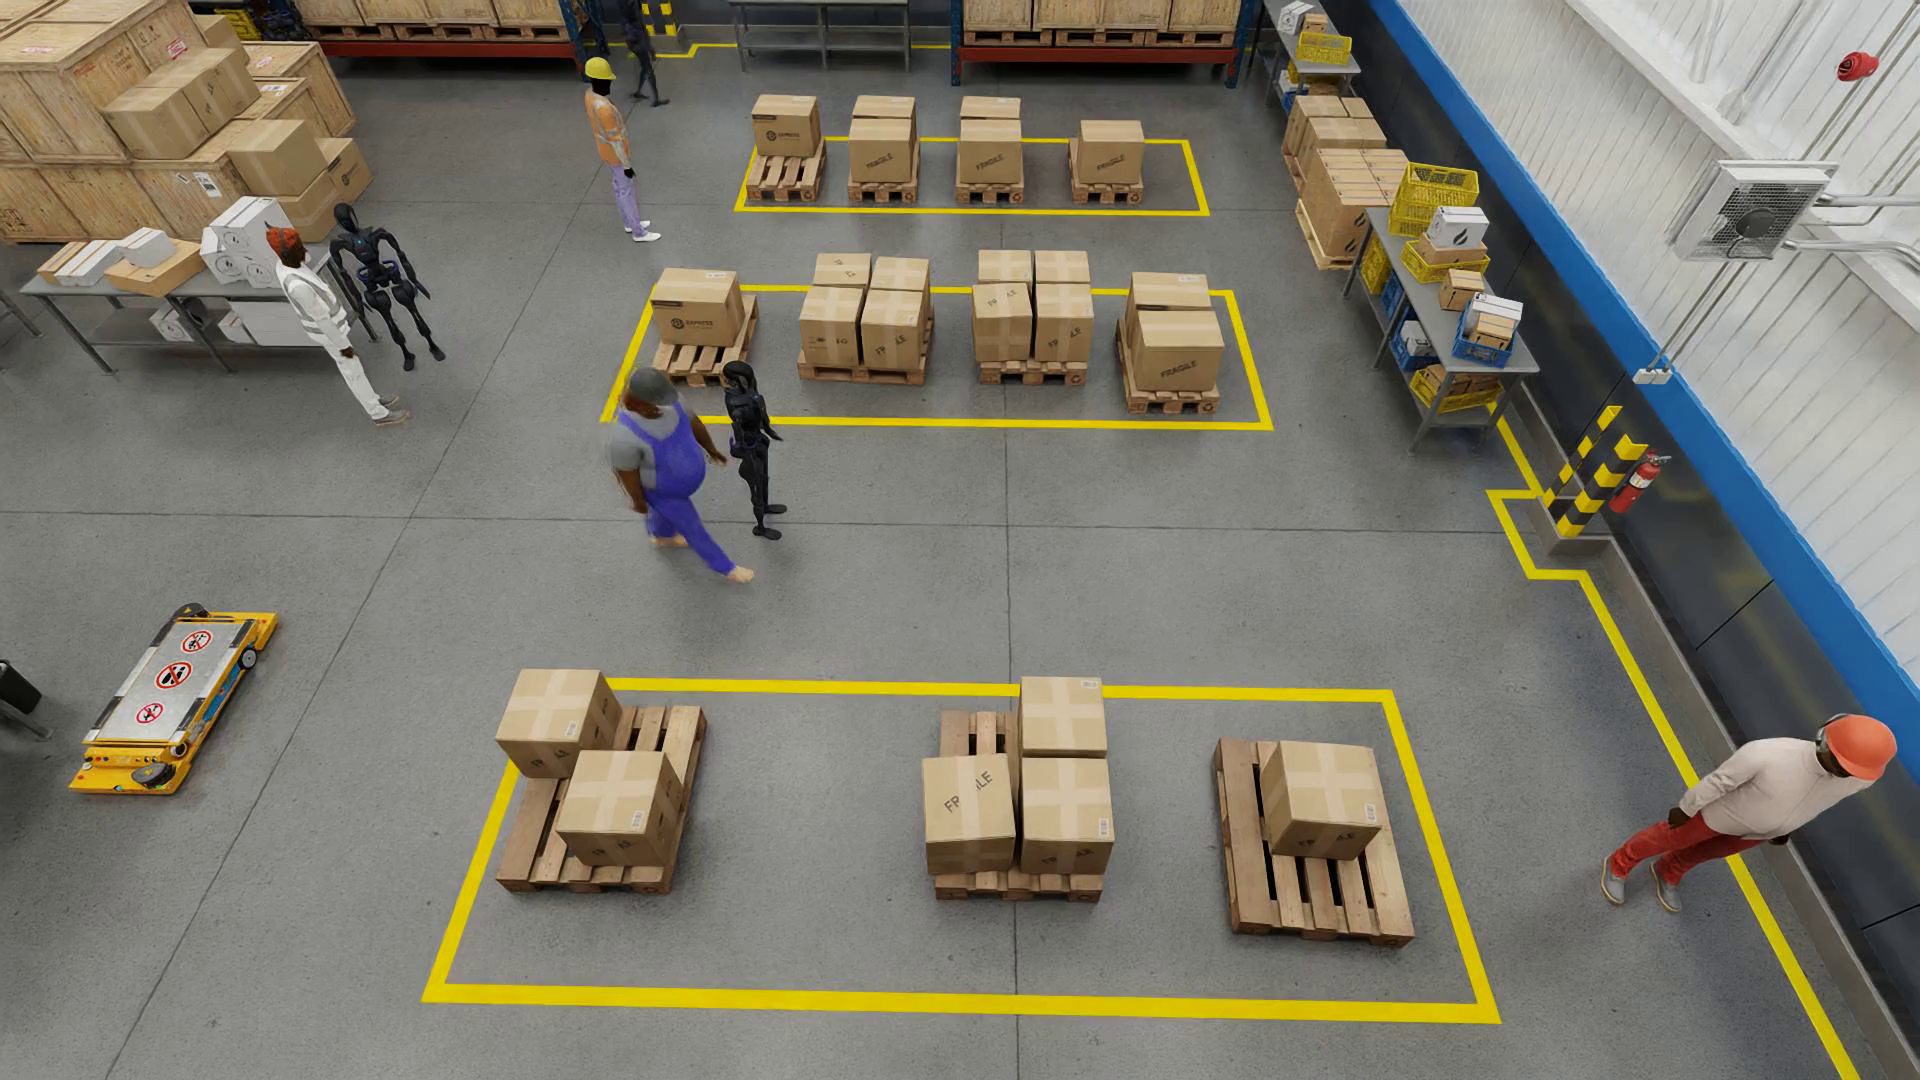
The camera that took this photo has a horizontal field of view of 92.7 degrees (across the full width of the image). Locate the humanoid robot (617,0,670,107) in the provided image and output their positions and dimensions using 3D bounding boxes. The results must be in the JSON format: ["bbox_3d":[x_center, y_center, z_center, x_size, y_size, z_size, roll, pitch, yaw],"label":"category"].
[{"bbox_3d":[-4.190,-6.546,11.978,0.371,1.650,0.628,-27,55,-21],"label":"humanoid robot"}]

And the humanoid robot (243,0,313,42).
[{"bbox_3d":[-9.043,-6.828,12.214,0.613,1.656,0.317,-32,57,-24],"label":"humanoid robot"}]

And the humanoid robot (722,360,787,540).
[{"bbox_3d":[-1.558,-0.696,7.024,0.327,1.657,0.586,3,50,2],"label":"humanoid robot"}]

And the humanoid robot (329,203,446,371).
[{"bbox_3d":[-5.248,-2.308,8.388,0.610,1.657,0.315,-25,54,-20],"label":"humanoid robot"}]

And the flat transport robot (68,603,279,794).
[{"bbox_3d":[-5.504,1.072,6.442,0.652,0.197,1.431,1,50,1],"label":"flat transport robot"}]

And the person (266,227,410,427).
[{"bbox_3d":[-5.348,-1.791,7.823,0.362,1.886,0.574,-29,56,-23],"label":"person"}]

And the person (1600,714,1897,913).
[{"bbox_3d":[4.229,1.500,4.968,0.621,1.993,0.381,8,50,7],"label":"person"}]

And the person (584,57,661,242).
[{"bbox_3d":[-3.645,-4.128,9.780,0.378,1.917,0.585,-25,54,-20],"label":"person"}]

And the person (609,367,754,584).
[{"bbox_3d":[-2.063,-0.498,6.628,1.027,2.000,0.702,14,51,12],"label":"person"}]
